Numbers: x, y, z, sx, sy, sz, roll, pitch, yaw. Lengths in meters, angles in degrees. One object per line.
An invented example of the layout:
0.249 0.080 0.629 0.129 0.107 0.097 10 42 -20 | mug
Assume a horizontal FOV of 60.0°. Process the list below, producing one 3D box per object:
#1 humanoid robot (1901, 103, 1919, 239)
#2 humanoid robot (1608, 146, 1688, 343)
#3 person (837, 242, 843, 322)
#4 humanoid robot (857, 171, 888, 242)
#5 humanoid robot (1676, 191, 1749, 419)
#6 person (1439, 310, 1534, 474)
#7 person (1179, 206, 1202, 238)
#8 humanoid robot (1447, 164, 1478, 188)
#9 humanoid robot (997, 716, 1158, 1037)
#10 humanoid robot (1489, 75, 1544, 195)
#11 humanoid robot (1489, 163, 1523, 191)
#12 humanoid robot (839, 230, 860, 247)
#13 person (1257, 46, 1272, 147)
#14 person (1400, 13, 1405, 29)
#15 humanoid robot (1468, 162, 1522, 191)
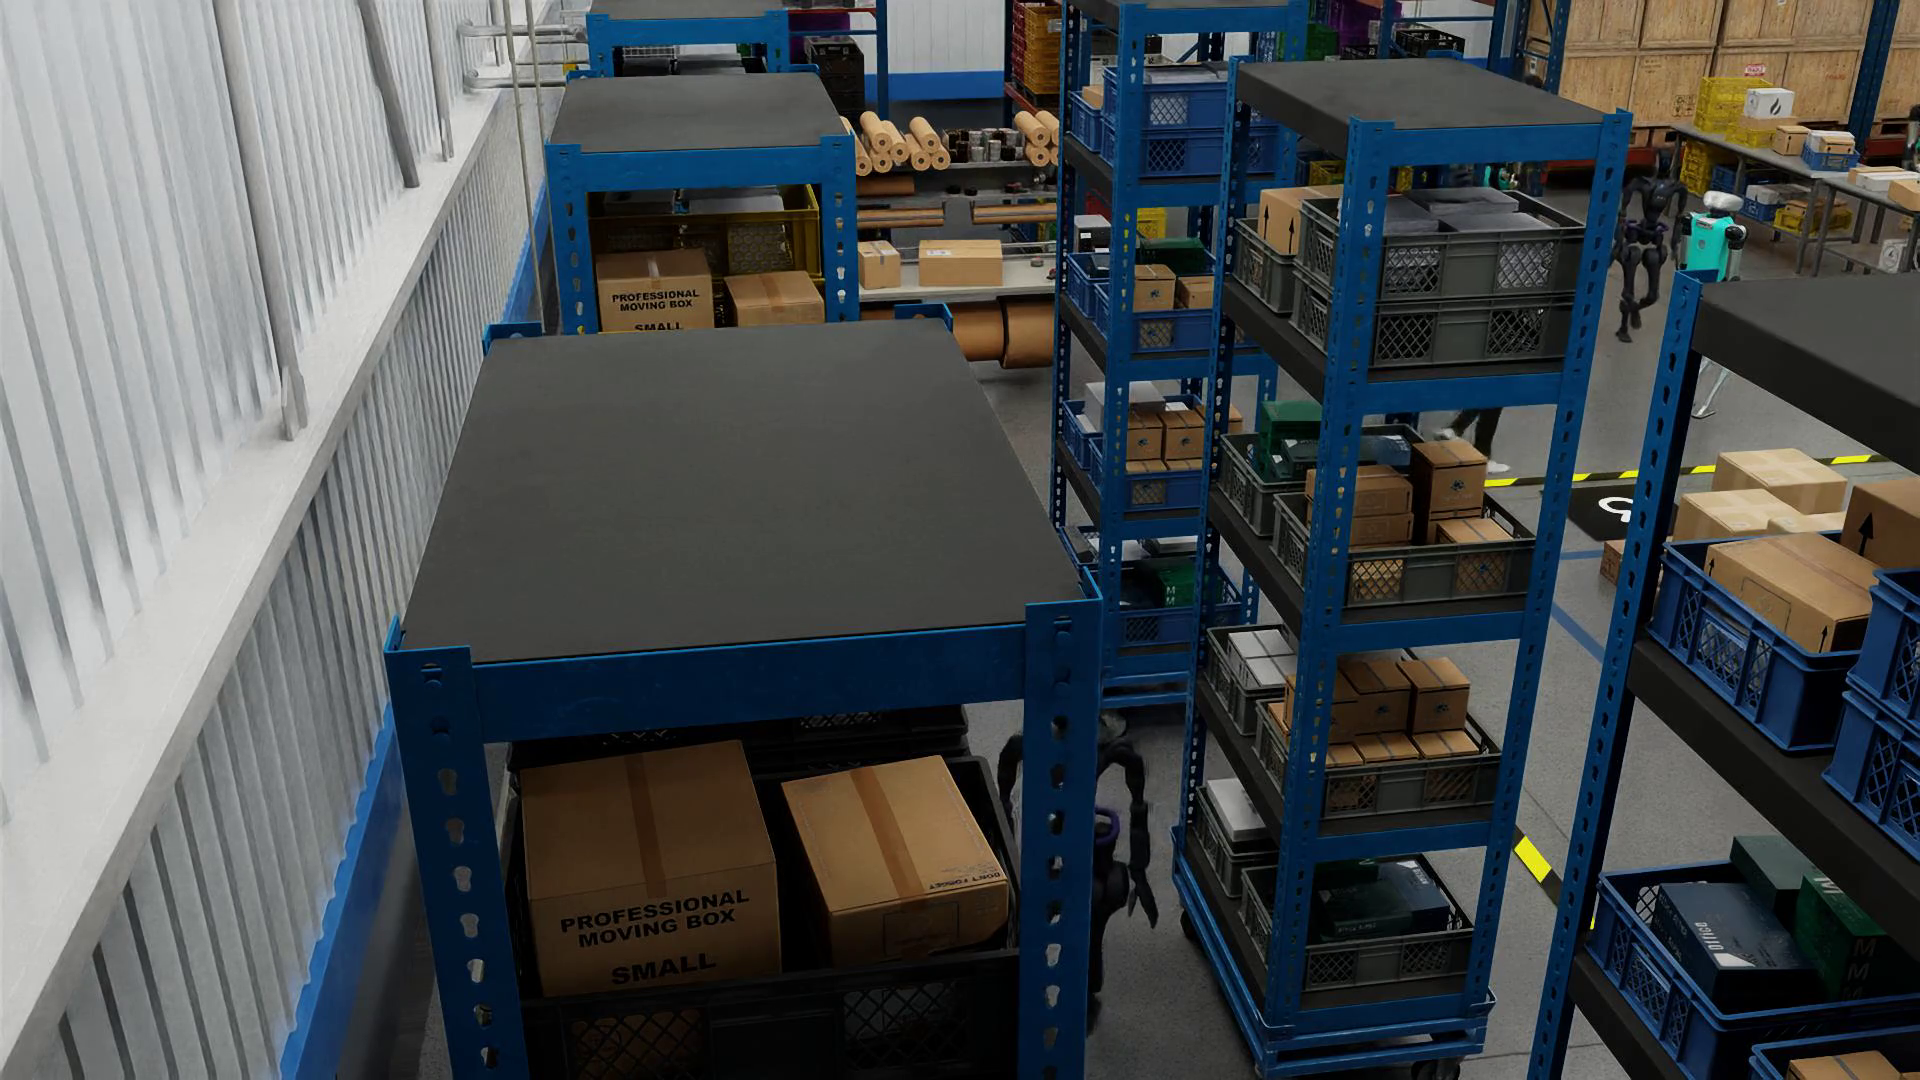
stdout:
9.362 -3.388 16.017 0.550 1.878 0.818 6 25 13 | humanoid robot
5.798 -2.530 14.114 0.602 1.637 0.477 2 25 4 | humanoid robot
-1.224 -2.266 13.297 1.086 1.877 0.610 10 26 20 | person
-0.732 -2.266 13.576 0.493 1.648 0.614 3 25 7 | humanoid robot
5.570 -1.732 12.142 0.735 1.681 0.533 -11 27 -23 | humanoid robot
3.654 -1.312 11.272 0.450 1.841 0.598 -4 25 -9 | person
2.283 -3.396 15.819 0.432 1.833 0.696 -8 26 -16 | person
4.167 -2.631 14.342 0.630 1.635 0.588 -1 25 -3 | humanoid robot
0.420 1.224 5.990 0.601 1.647 0.598 2 25 5 | humanoid robot
5.853 -4.130 17.654 0.603 1.614 0.753 -14 28 -28 | humanoid robot
5.469 -3.763 16.782 0.379 1.649 0.609 13 28 27 | humanoid robot
-1.076 -2.427 13.864 1.042 1.761 0.553 9 26 19 | humanoid robot
3.454 -5.075 19.401 0.361 1.882 0.573 11 27 23 | person
4.932 -5.147 19.431 0.691 1.988 0.640 -2 25 -5 | person
5.344 -3.711 16.517 0.530 1.714 0.728 13 28 25 | humanoid robot
